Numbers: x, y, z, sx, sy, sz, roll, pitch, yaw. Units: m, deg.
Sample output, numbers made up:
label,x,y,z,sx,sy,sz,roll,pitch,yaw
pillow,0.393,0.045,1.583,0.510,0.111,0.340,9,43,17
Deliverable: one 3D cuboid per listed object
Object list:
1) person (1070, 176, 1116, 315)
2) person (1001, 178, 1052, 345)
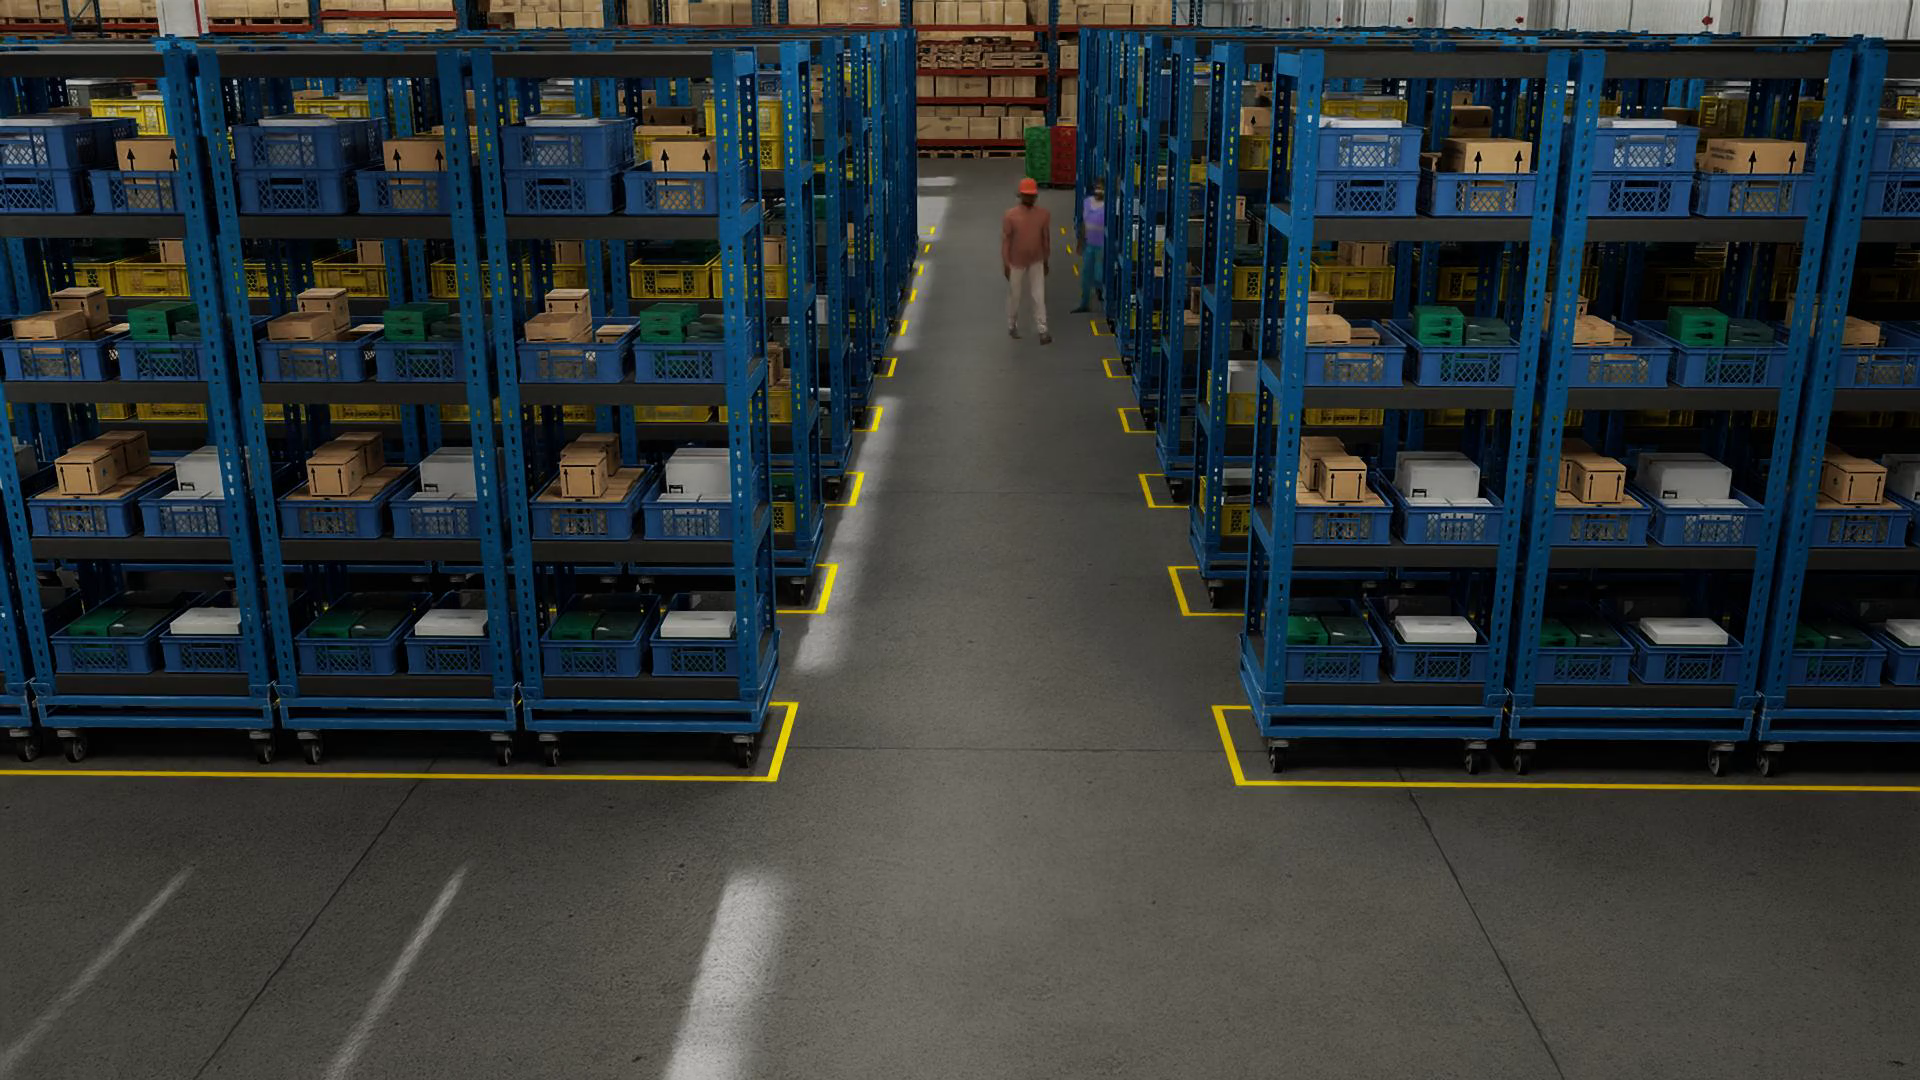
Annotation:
label,x,y,z,sx,sy,sz,roll,pitch,yaw
person,1.784,-3.804,21.529,0.429,1.811,0.628,-14,22,-37
person,0.795,-3.293,19.679,0.651,1.933,1.040,-5,18,-14
